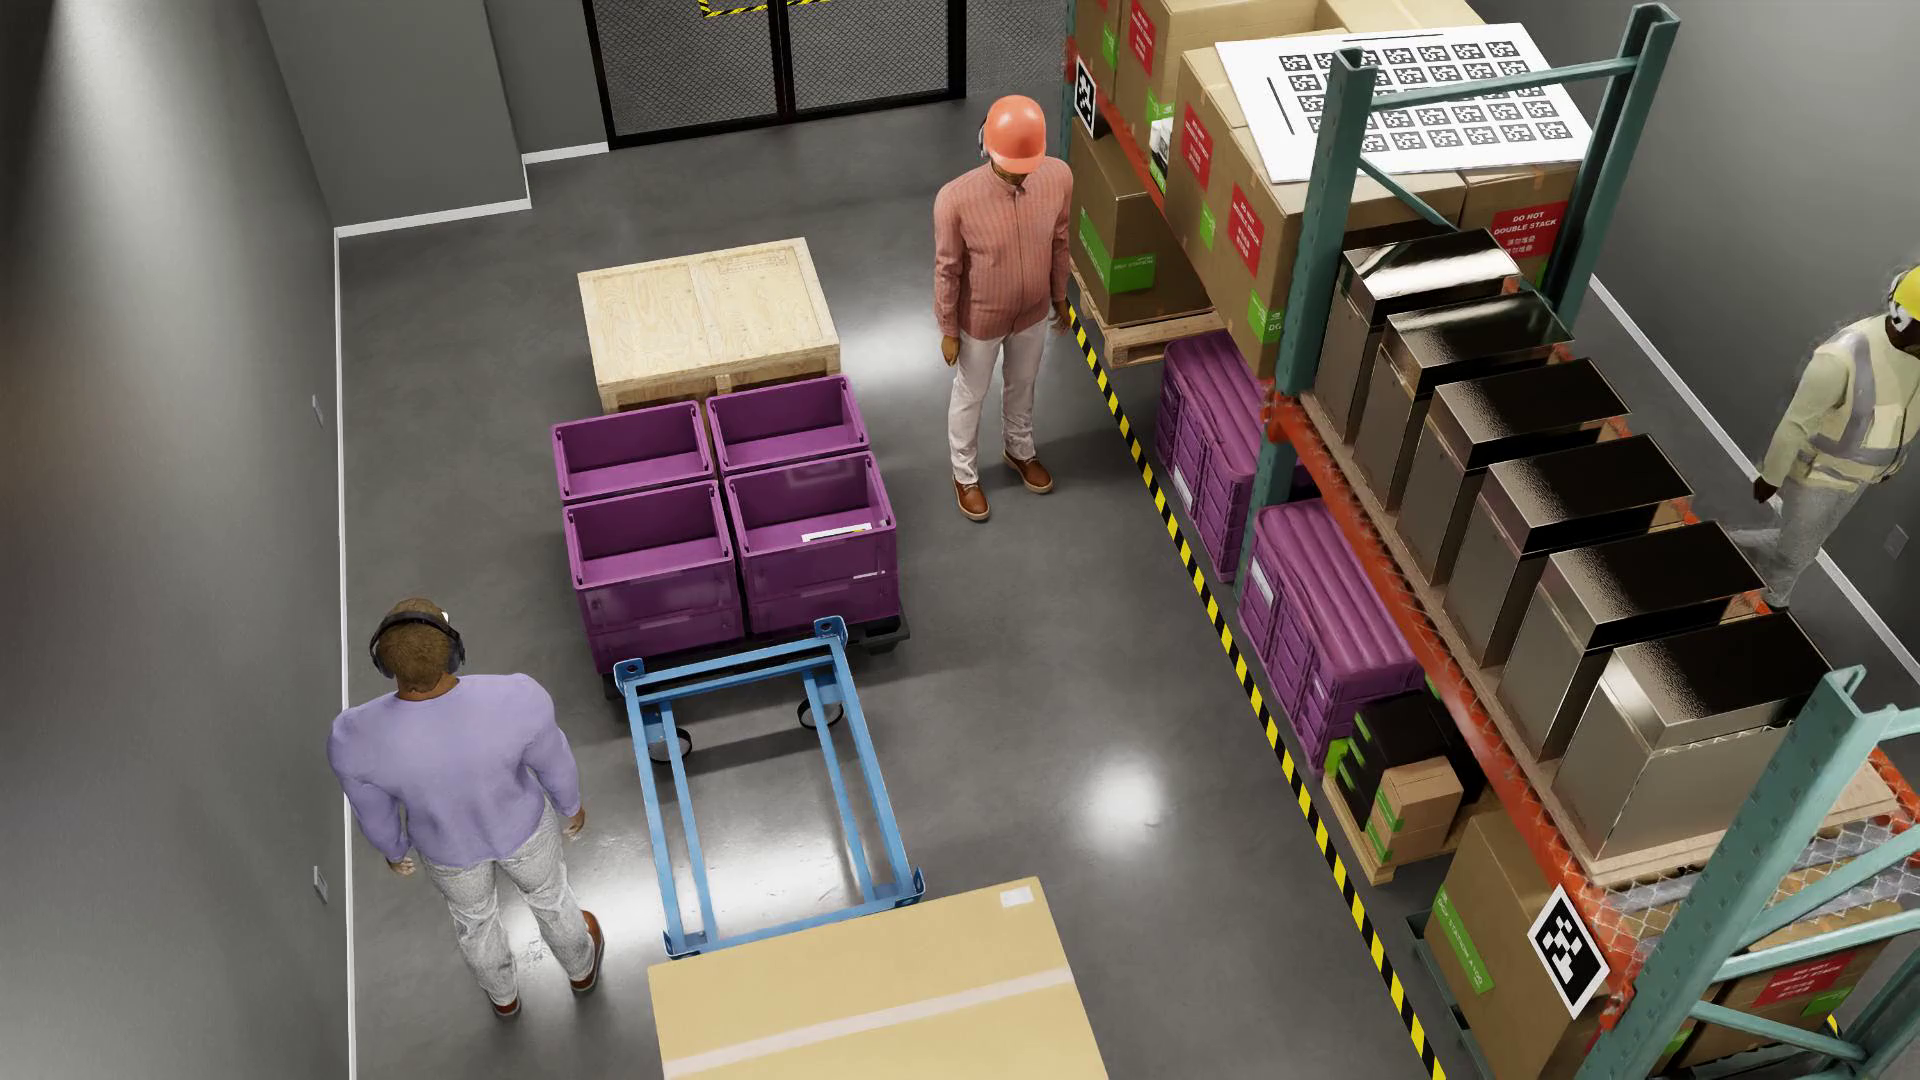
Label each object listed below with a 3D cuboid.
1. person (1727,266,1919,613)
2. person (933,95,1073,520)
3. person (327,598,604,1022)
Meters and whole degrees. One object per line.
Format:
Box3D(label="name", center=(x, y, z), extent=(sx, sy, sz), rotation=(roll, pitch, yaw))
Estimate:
Box3D(label="person", center=(3.304, -0.320, 6.258), extent=(0.617, 1.818, 0.431), rotation=(-17, 50, -15))
Box3D(label="person", center=(0.183, -0.922, 6.701), extent=(0.608, 1.987, 0.386), rotation=(-22, 51, -19))
Box3D(label="person", center=(-1.464, 0.866, 5.091), extent=(0.637, 1.938, 0.355), rotation=(-13, 49, -12))
